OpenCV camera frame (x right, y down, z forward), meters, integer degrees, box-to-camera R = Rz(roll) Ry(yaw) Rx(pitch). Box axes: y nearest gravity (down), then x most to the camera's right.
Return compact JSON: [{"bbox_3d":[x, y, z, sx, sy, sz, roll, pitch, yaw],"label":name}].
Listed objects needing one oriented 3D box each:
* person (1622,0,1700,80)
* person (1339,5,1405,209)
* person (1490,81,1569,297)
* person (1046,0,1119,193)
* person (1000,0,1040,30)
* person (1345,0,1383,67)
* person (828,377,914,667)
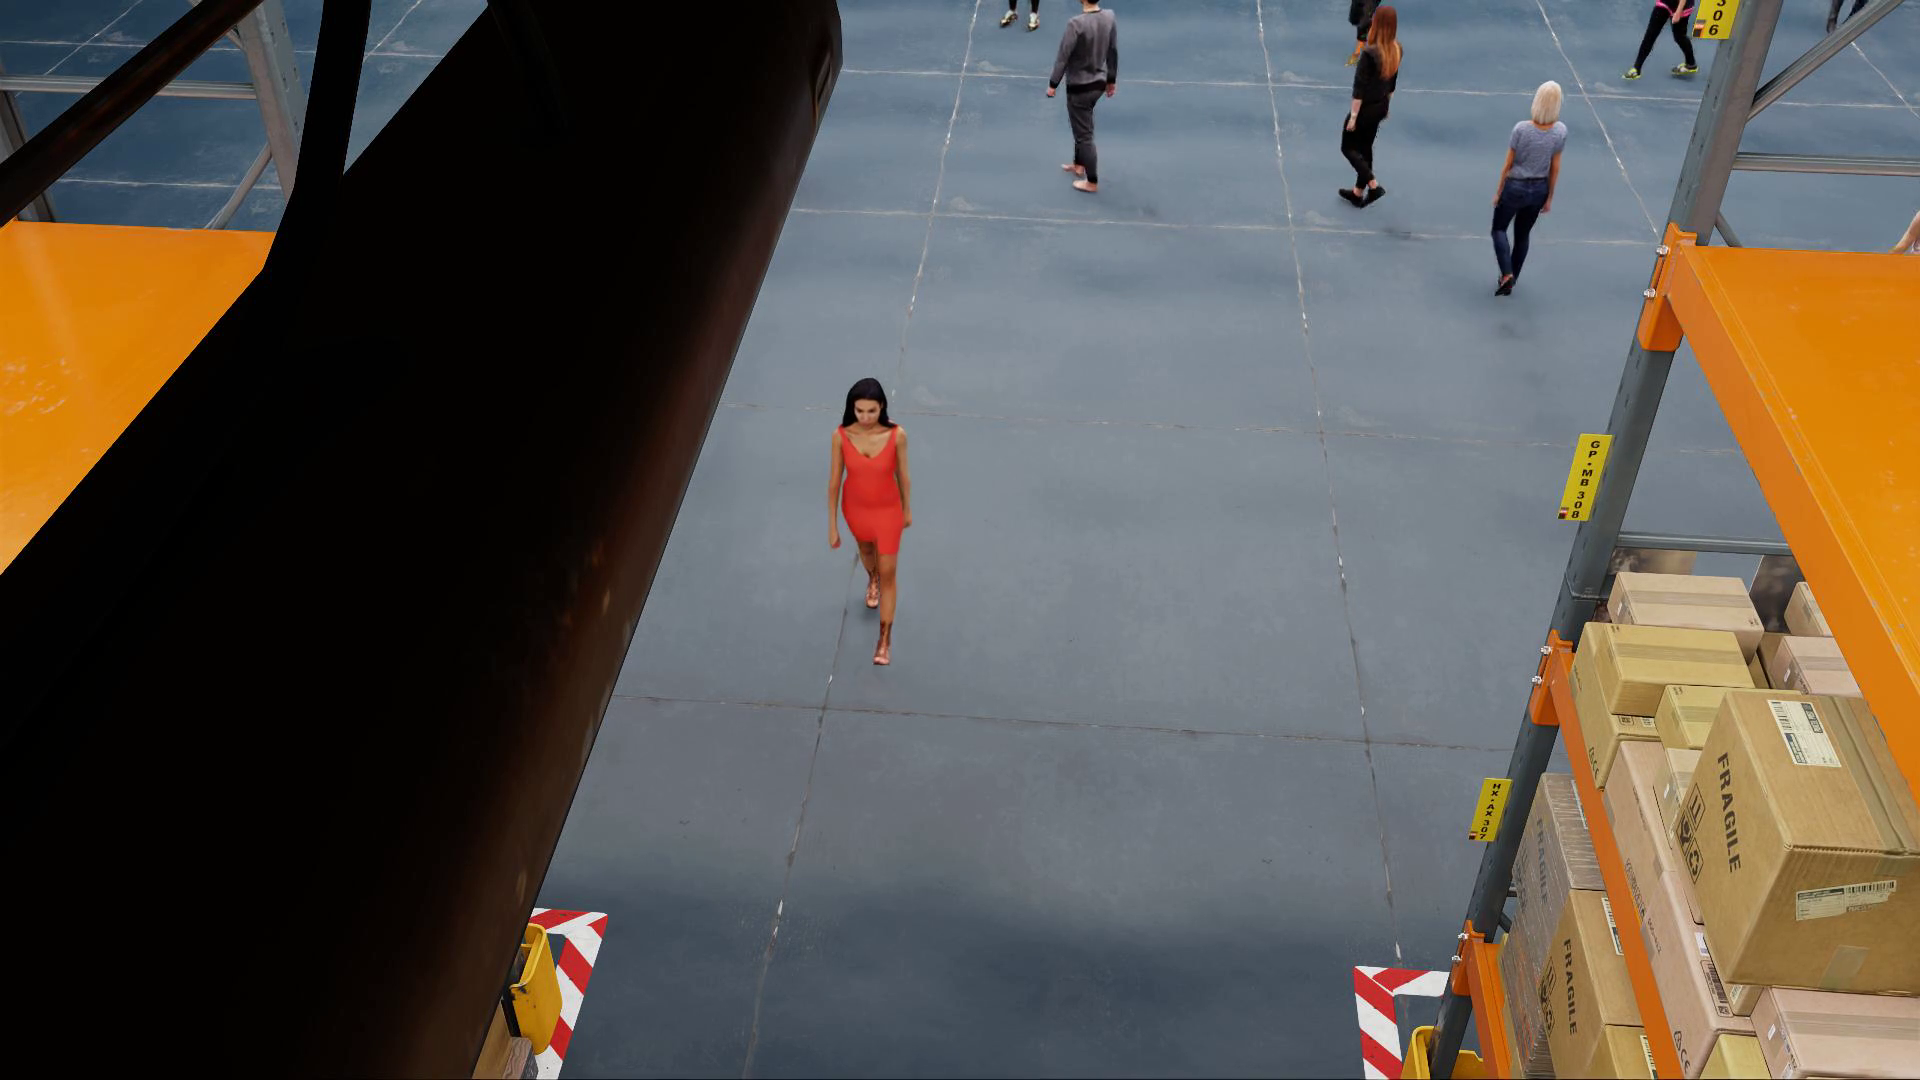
[{"bbox_3d":[6.845,-5.088,15.786,0.887,1.496,1.038,-6,38,-7],"label":"person"},{"bbox_3d":[3.393,-3.466,13.547,0.842,1.700,0.915,-23,43,-26],"label":"person"},{"bbox_3d":[4.213,-2.550,12.367,0.597,1.712,0.746,1,38,1],"label":"person"},{"bbox_3d":[1.101,-3.750,13.806,0.892,1.830,0.953,-31,48,-33],"label":"person"},{"bbox_3d":[0.664,-6.114,16.846,0.682,1.807,0.616,12,40,15],"label":"person"},{"bbox_3d":[4.044,-5.444,16.285,0.892,1.444,0.993,30,47,32],"label":"person"},{"bbox_3d":[-0.499,-0.200,9.403,0.651,1.664,1.120,1,38,1],"label":"person"}]
